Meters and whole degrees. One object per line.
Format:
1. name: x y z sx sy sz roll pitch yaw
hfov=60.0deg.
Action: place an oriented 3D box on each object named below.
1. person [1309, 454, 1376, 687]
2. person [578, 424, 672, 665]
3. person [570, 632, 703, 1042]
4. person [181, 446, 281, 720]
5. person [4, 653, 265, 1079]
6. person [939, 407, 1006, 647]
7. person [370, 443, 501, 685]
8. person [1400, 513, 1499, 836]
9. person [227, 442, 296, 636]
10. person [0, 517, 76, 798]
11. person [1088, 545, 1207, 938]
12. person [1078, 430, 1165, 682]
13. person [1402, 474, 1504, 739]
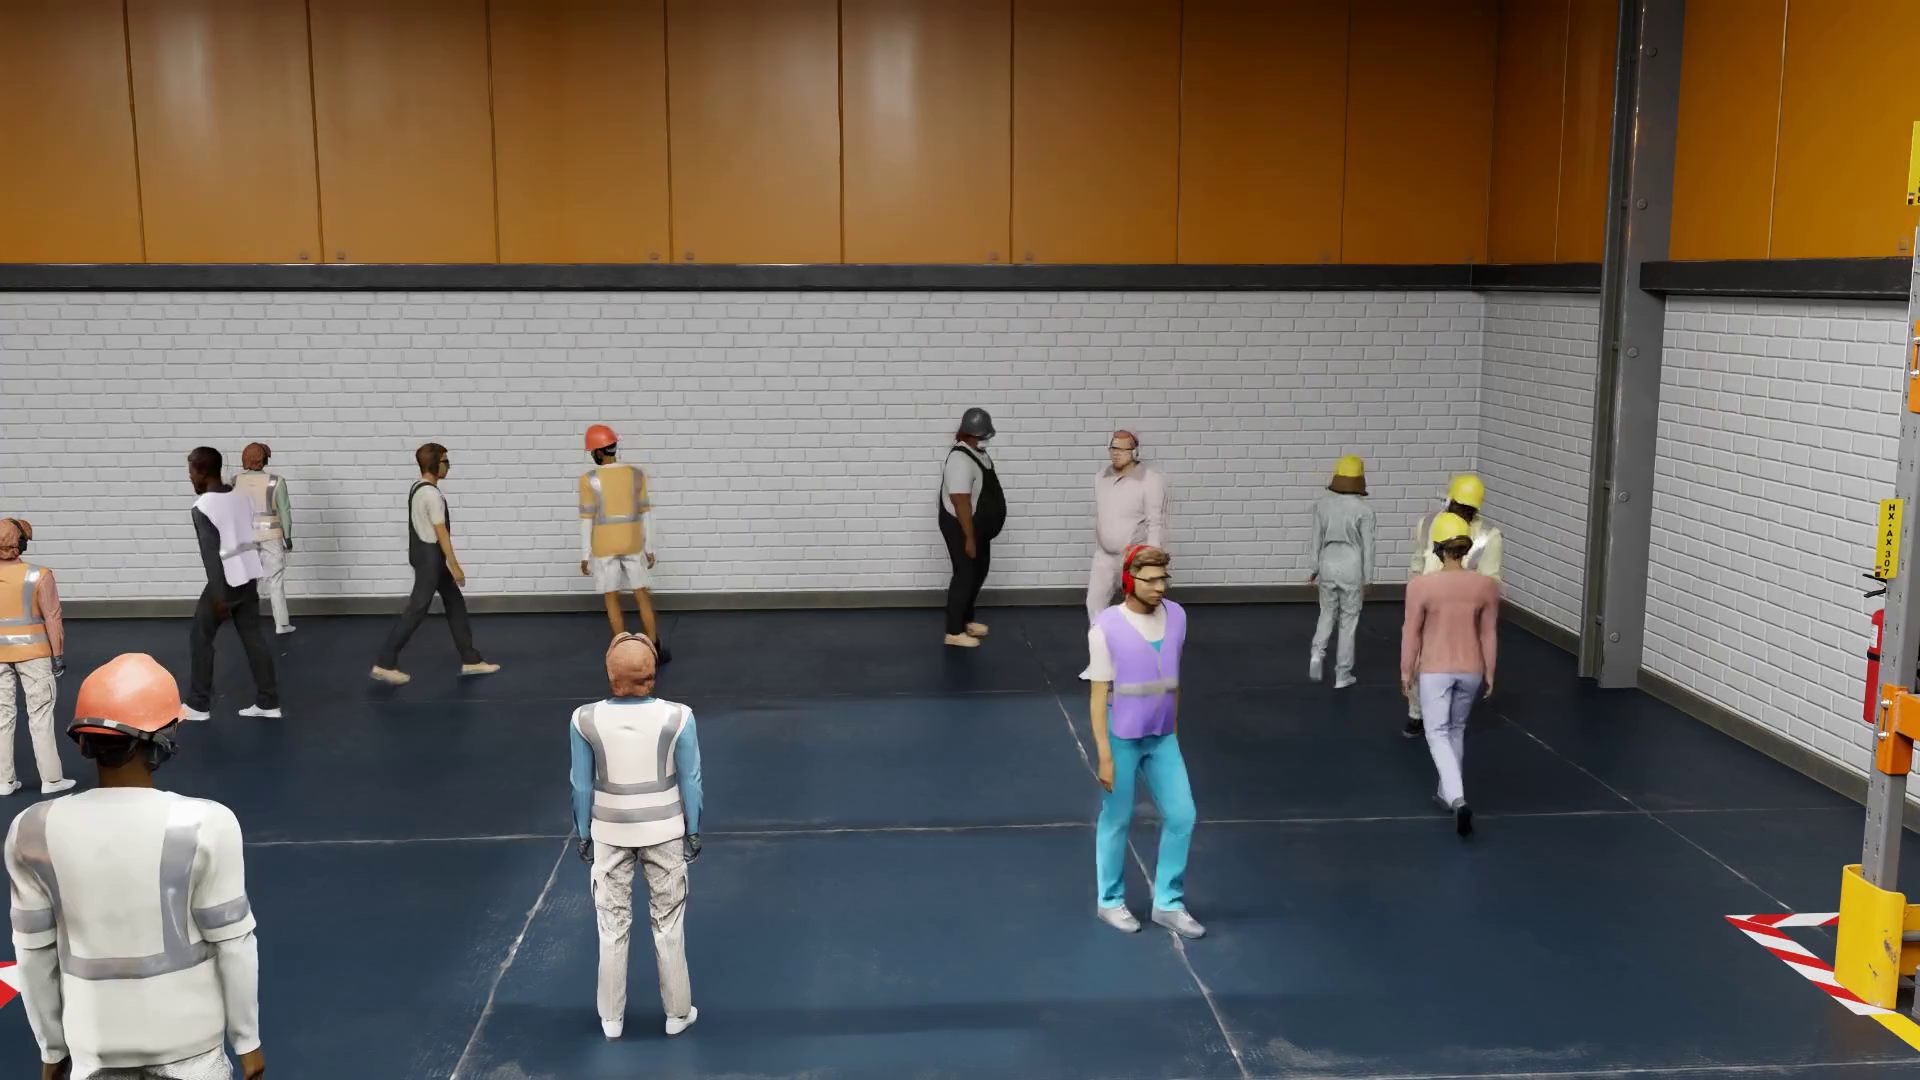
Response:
1. person: 2.783 0.239 12.164 0.505 1.729 0.432 7 11 37
2. person: -2.607 0.049 12.885 0.714 1.891 0.422 -5 10 -29
3. person: -1.272 1.175 6.580 0.517 1.645 0.308 -1 9 -4
4. person: -5.080 0.302 11.336 0.868 1.880 0.597 2 9 10
5. person: -2.180 1.311 4.477 0.609 2.043 0.376 -1 9 -4
6. person: 0.104 -0.130 13.532 0.544 2.000 0.748 2 9 11
7. person: -3.975 0.182 12.397 0.956 1.809 0.522 -4 10 -23
8. person: 2.708 0.733 9.111 0.527 1.740 0.782 -1 9 -4
9. person: -5.874 -0.001 13.981 0.517 1.641 0.308 -1 9 -4
10. person: -5.461 0.687 9.657 0.517 1.641 0.308 -1 9 -4
11. person: 0.869 0.929 7.550 0.609 1.818 0.691 -7 11 -36
12. person: 1.179 0.131 12.367 0.670 1.888 0.759 8 12 40
13. person: 3.159 0.451 10.675 0.624 1.786 0.501 7 11 36
